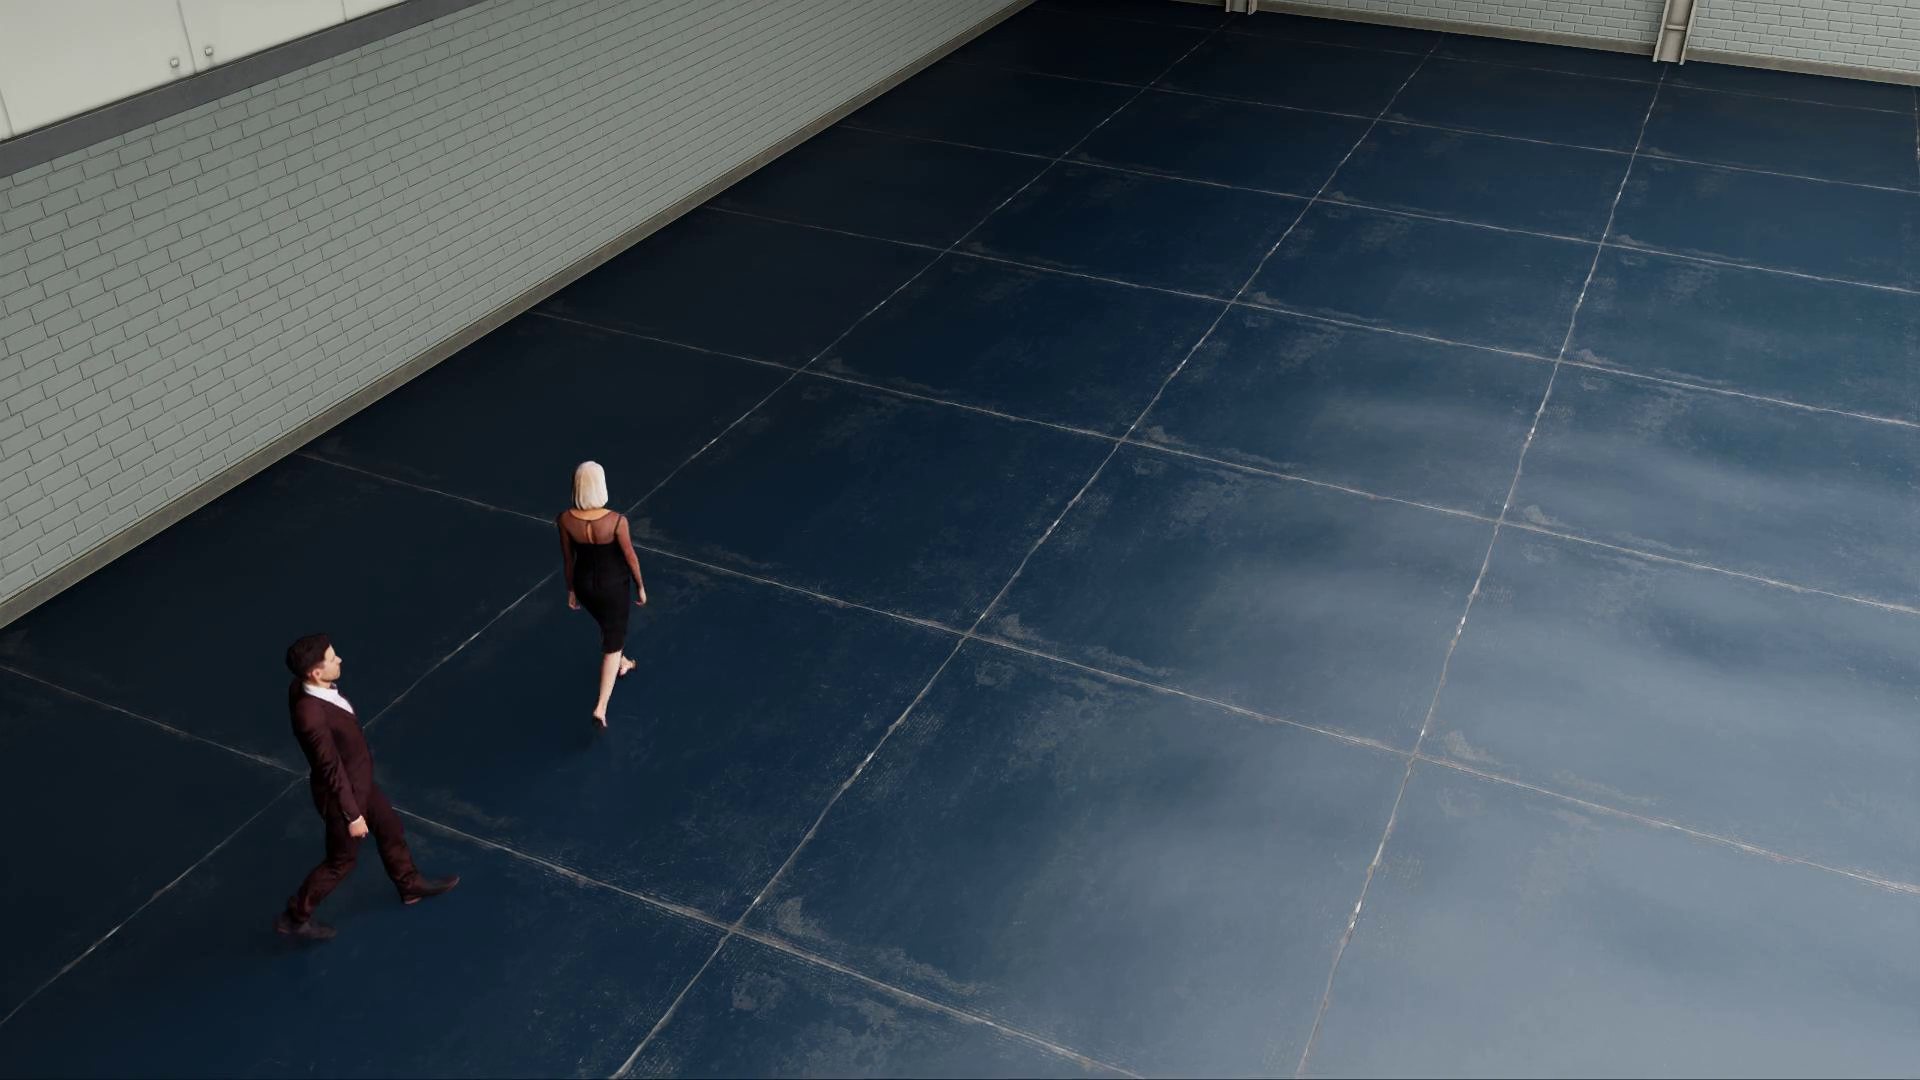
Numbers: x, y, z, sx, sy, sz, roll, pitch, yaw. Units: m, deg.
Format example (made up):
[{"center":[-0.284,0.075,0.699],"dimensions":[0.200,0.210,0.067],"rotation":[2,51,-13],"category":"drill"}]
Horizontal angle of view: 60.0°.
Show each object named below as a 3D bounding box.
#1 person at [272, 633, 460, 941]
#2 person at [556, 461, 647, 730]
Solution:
[{"center":[-3.218,1.292,8.441],"dimensions":[1.229,1.842,1.211],"rotation":[-13,35,-20],"category":"person"},{"center":[-2.178,0.364,10.035],"dimensions":[1.072,1.711,0.871],"rotation":[5,33,8],"category":"person"}]
